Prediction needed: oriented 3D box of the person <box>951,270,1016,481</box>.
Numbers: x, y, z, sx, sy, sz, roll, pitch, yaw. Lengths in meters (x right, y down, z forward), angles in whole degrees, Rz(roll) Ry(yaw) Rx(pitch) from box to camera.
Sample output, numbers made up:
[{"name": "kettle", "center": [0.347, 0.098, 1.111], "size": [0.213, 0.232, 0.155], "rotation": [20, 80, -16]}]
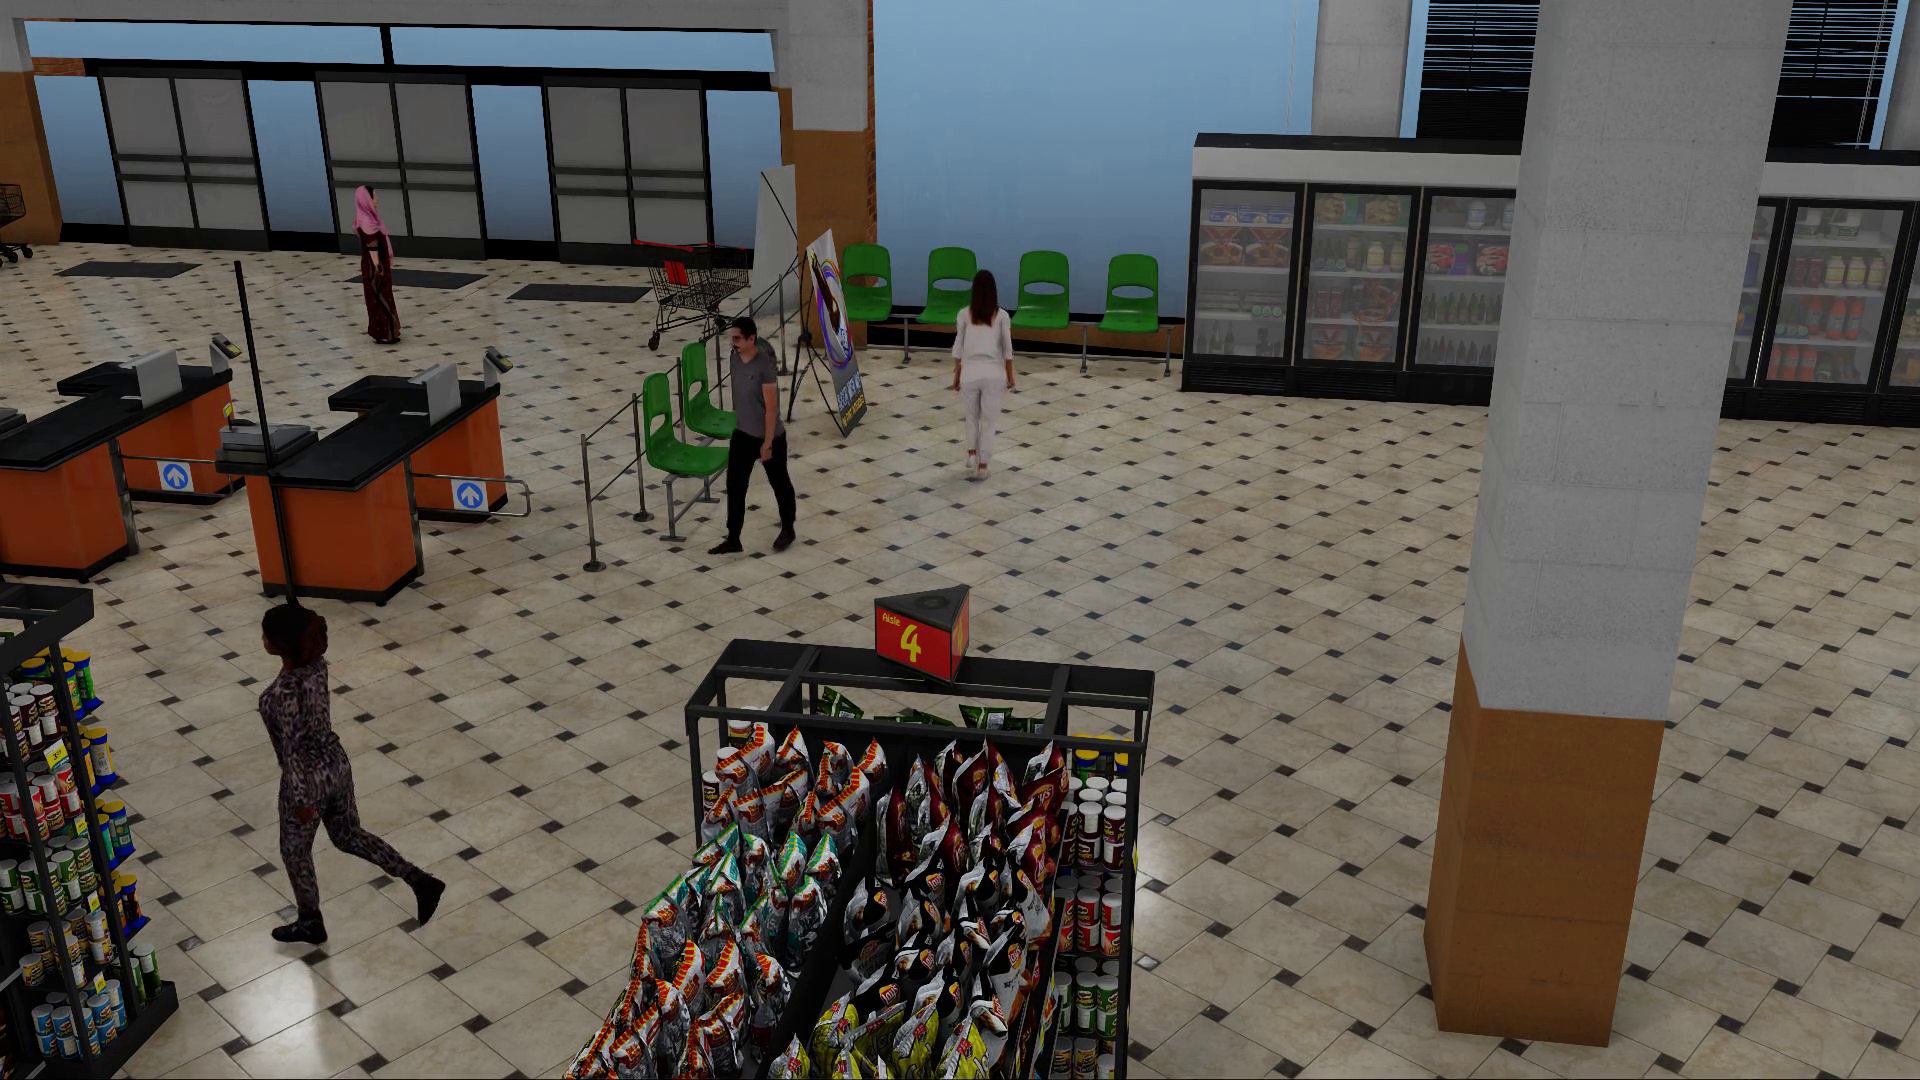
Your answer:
[{"name": "person", "center": [0.169, -1.289, 13.315], "size": [0.641, 1.665, 0.613], "rotation": [4, 22, 10]}]

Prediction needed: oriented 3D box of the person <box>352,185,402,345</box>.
[{"name": "person", "center": [-6.076, -2.864, 17.273], "size": [0.815, 1.638, 0.696], "rotation": [-6, 23, -15]}]

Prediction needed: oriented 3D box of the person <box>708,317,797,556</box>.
[{"name": "person", "center": [-1.380, -0.764, 11.933], "size": [0.858, 1.722, 1.055], "rotation": [11, 24, 26]}]

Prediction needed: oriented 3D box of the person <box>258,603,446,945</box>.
[{"name": "person", "center": [-2.778, 1.075, 7.391], "size": [0.678, 1.696, 0.987], "rotation": [2, 22, 5]}]
